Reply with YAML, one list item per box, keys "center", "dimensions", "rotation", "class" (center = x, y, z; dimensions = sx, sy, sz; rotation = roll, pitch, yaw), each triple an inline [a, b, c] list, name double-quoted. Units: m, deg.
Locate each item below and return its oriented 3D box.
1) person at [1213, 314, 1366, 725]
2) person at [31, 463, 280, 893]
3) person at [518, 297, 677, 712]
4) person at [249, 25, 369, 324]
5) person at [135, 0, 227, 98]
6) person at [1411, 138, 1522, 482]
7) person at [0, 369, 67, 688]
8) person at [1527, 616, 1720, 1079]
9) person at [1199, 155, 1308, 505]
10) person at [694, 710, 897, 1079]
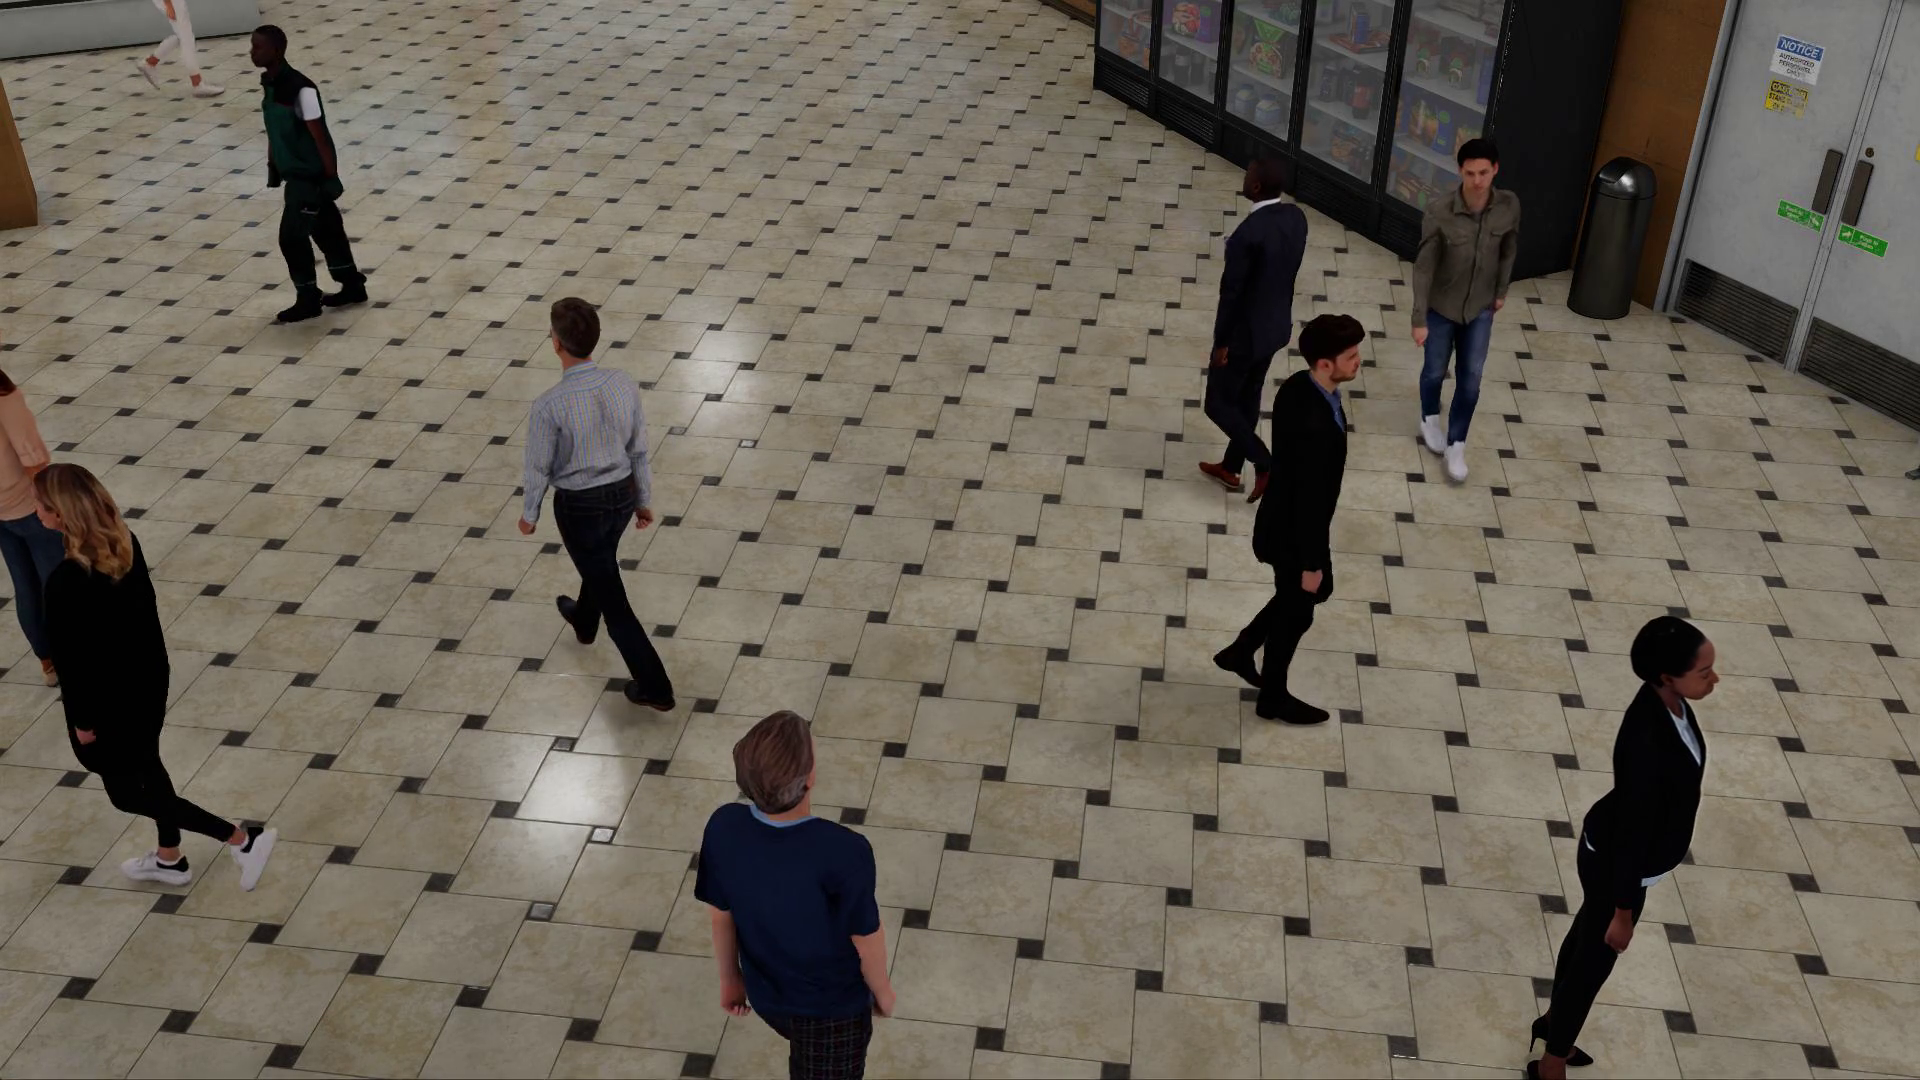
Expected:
- center: [1.287, -0.061, 6.717]
  dimensions: [0.937, 1.875, 0.886]
  rotation: [5, 32, 9]
  class: "person"
- center: [-2.829, 0.557, 5.806]
  dimensions: [1.053, 1.788, 0.912]
  rotation: [4, 32, 6]
  class: "person"
- center: [-1.459, -0.085, 6.853]
  dimensions: [1.014, 1.773, 1.212]
  rotation: [28, 41, 37]
  class: "person"
- center: [-3.989, -2.292, 10.357]
  dimensions: [0.986, 1.817, 0.874]
  rotation: [-26, 40, -35]
  class: "person"
- center: [-6.840, -4.615, 14.216]
  dimensions: [0.996, 1.685, 0.748]
  rotation: [-6, 32, -10]
  class: "person"
- center: [2.603, -1.254, 8.696]
  dimensions: [0.971, 1.810, 0.984]
  rotation: [-4, 32, -7]
  class: "person"
- center: [-3.925, -0.144, 6.930]
  dimensions: [0.668, 1.792, 0.714]
  rotation: [14, 34, 21]
  class: "person"
- center: [1.991, 1.008, 5.038]
  dimensions: [0.731, 1.834, 0.649]
  rotation: [15, 35, 22]
  class: "person"
- center: [1.506, -0.999, 8.286]
  dimensions: [0.902, 1.811, 0.904]
  rotation: [-25, 40, -35]
  class: "person"
- center: [-0.455, 1.309, 4.549]
  dimensions: [1.076, 1.840, 1.211]
  rotation: [15, 35, 23]
  class: "person"
